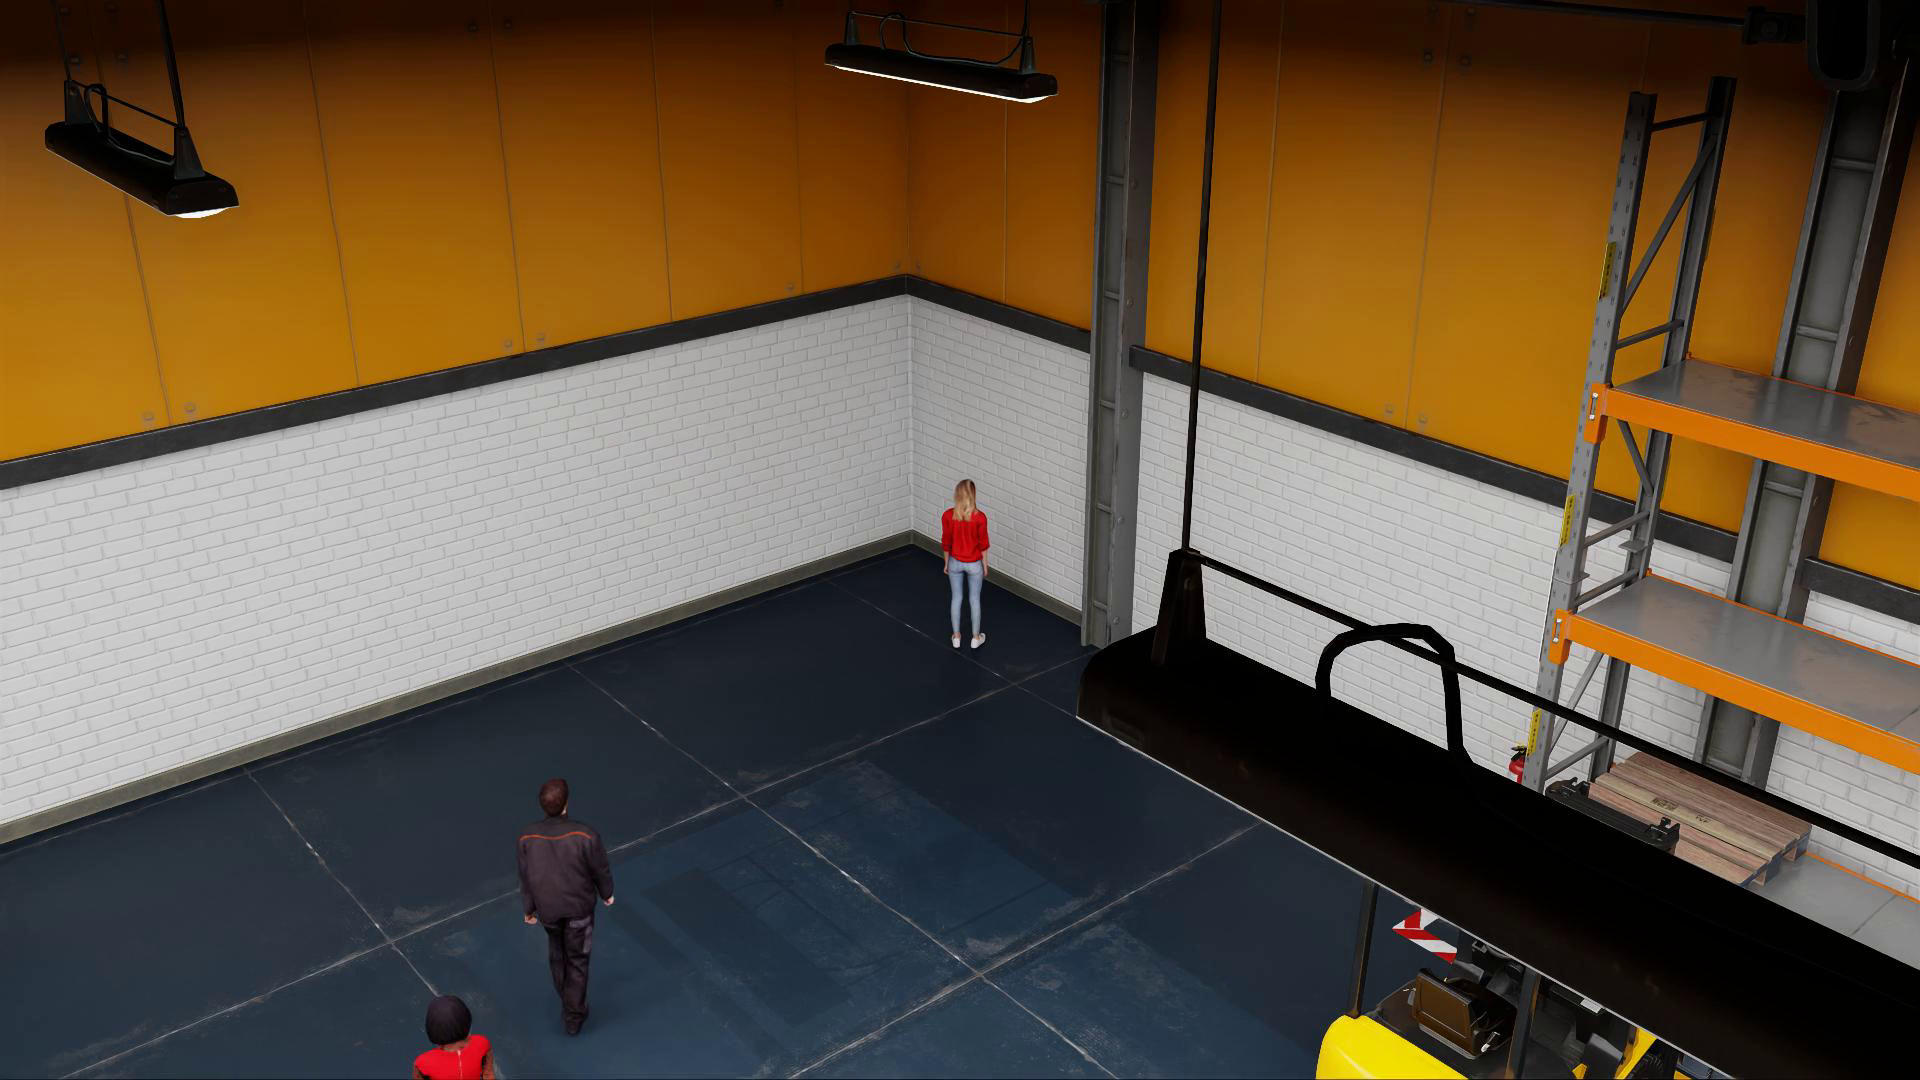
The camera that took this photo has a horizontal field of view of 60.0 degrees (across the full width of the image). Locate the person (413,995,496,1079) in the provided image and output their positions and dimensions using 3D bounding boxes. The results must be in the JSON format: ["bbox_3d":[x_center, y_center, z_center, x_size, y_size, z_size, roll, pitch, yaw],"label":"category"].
[{"bbox_3d":[-2.646,3.246,8.958,0.579,1.727,0.707,-19,30,-37],"label":"person"}]

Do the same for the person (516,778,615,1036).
[{"bbox_3d":[-2.574,2.413,10.746,0.937,1.820,0.996,1,24,3],"label":"person"}]

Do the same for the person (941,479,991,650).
[{"bbox_3d":[0.052,0.231,15.882,0.660,1.705,0.743,4,24,9],"label":"person"}]
